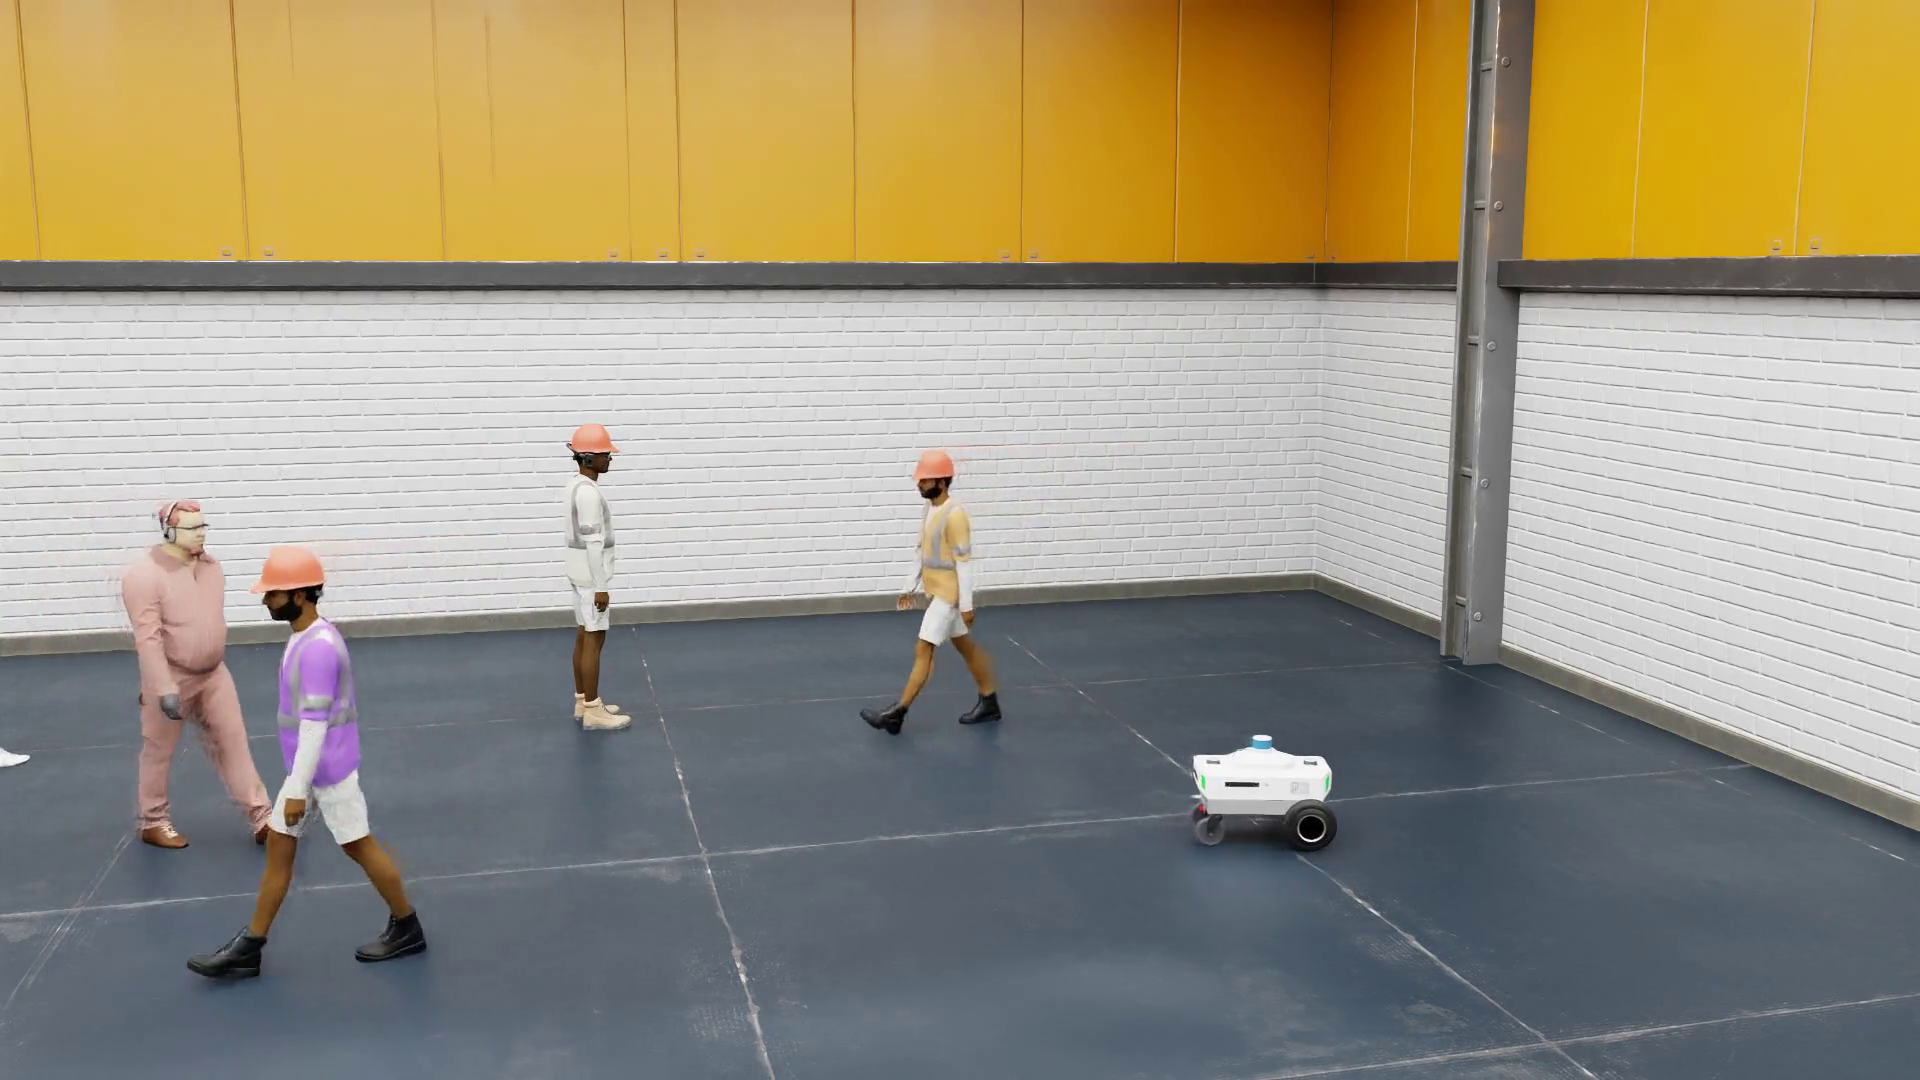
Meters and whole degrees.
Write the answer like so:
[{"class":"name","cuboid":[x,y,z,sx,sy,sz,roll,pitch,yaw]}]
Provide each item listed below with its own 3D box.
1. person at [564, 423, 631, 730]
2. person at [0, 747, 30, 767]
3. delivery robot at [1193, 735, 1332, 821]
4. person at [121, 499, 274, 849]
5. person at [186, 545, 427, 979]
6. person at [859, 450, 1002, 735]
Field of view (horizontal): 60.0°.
[{"class":"person","cuboid":[-2.436,0.241,11.111,0.374,2.043,0.613,-4,10,-22]},{"class":"person","cuboid":[-6.170,0.480,10.055,0.759,1.901,0.594,-4,10,-26]},{"class":"delivery robot","cuboid":[1.610,1.289,8.904,0.707,0.478,0.477,0,9,2]},{"class":"person","cuboid":[-3.947,0.727,8.646,0.971,1.862,0.649,4,10,23]},{"class":"person","cuboid":[-2.799,0.957,7.135,0.984,1.883,0.565,-5,10,-29]},{"class":"person","cuboid":[-0.160,0.341,11.005,1.034,1.878,0.561,-3,9,-16]}]
